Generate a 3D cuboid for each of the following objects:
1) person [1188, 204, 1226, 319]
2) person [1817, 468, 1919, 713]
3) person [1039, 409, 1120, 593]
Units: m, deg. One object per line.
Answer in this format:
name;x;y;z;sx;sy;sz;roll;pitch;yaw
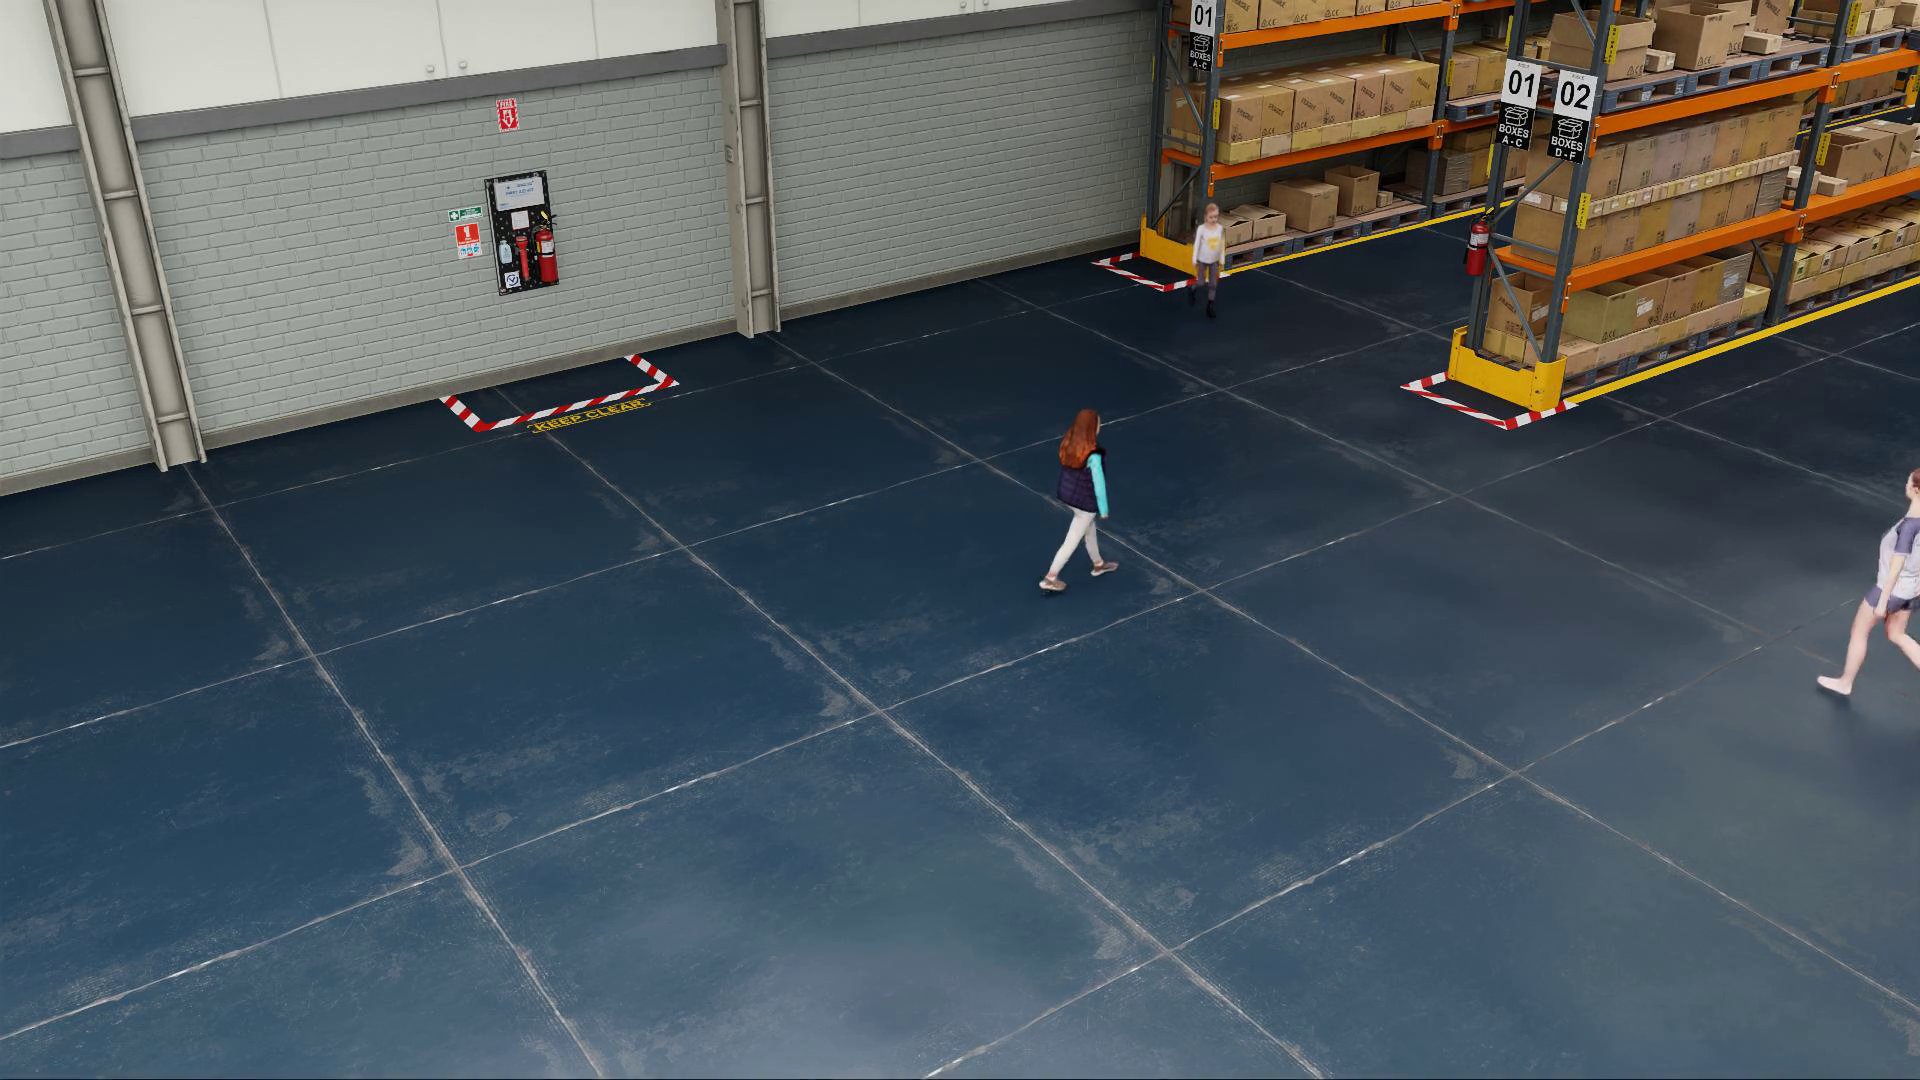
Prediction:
person;2.733;-3.128;18.489;0.732;1.264;0.717;-8;28;-15
person;6.375;0.377;11.161;0.937;1.742;0.648;-18;32;-31
person;0.872;-0.276;12.730;1.001;1.466;0.648;-14;30;-25
